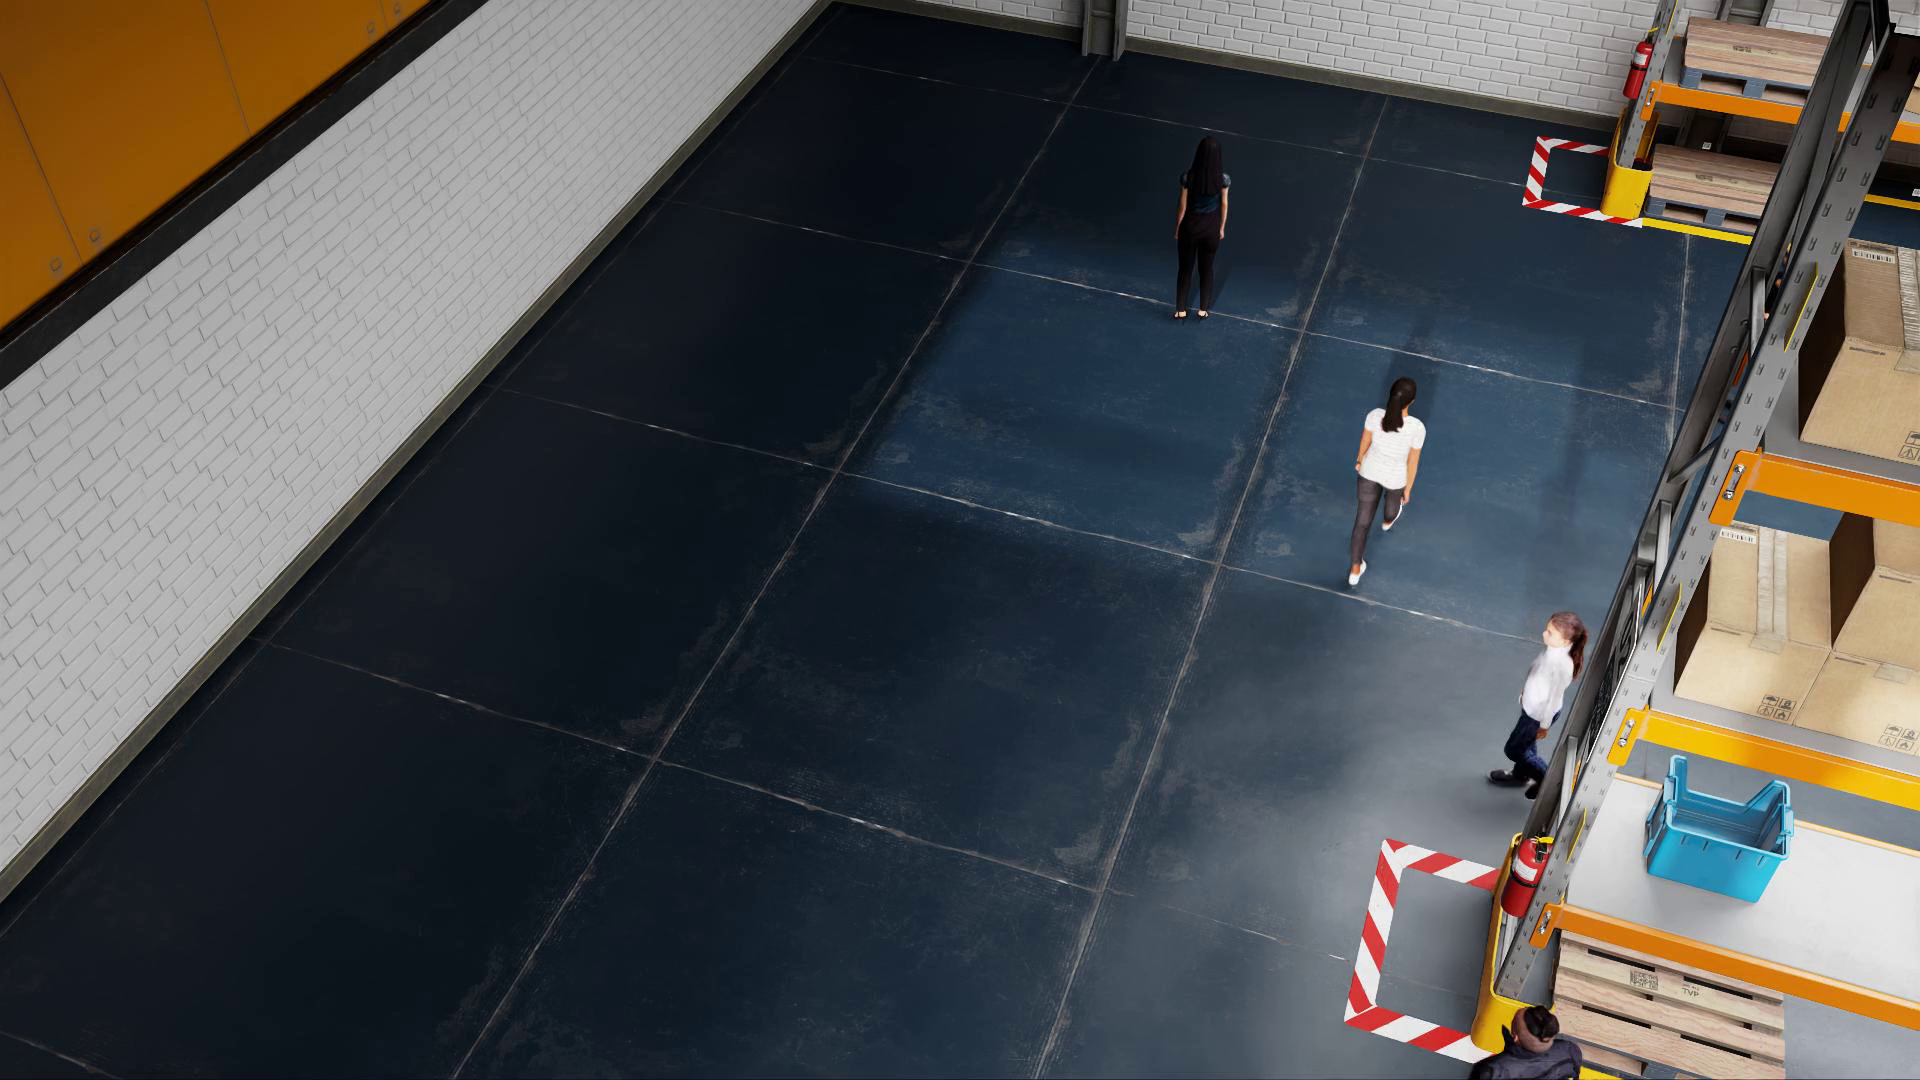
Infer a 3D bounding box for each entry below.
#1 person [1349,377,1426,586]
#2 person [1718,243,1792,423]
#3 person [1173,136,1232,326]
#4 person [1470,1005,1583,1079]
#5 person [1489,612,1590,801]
[{"bbox_3d":[2.893,-0.377,11.451,1.052,1.596,0.730,19,47,19],"label":"person"},{"bbox_3d":[6.181,-1.566,12.672,0.694,1.633,0.689,29,51,27],"label":"person"},{"bbox_3d":[1.958,-2.519,13.597,0.534,1.737,0.680,1,44,1],"label":"person"},{"bbox_3d":[2.637,2.831,7.909,1.072,1.837,1.057,-6,44,-6],"label":"person"},{"bbox_3d":[3.584,1.014,10.027,0.678,1.546,0.567,7,44,7],"label":"person"}]
